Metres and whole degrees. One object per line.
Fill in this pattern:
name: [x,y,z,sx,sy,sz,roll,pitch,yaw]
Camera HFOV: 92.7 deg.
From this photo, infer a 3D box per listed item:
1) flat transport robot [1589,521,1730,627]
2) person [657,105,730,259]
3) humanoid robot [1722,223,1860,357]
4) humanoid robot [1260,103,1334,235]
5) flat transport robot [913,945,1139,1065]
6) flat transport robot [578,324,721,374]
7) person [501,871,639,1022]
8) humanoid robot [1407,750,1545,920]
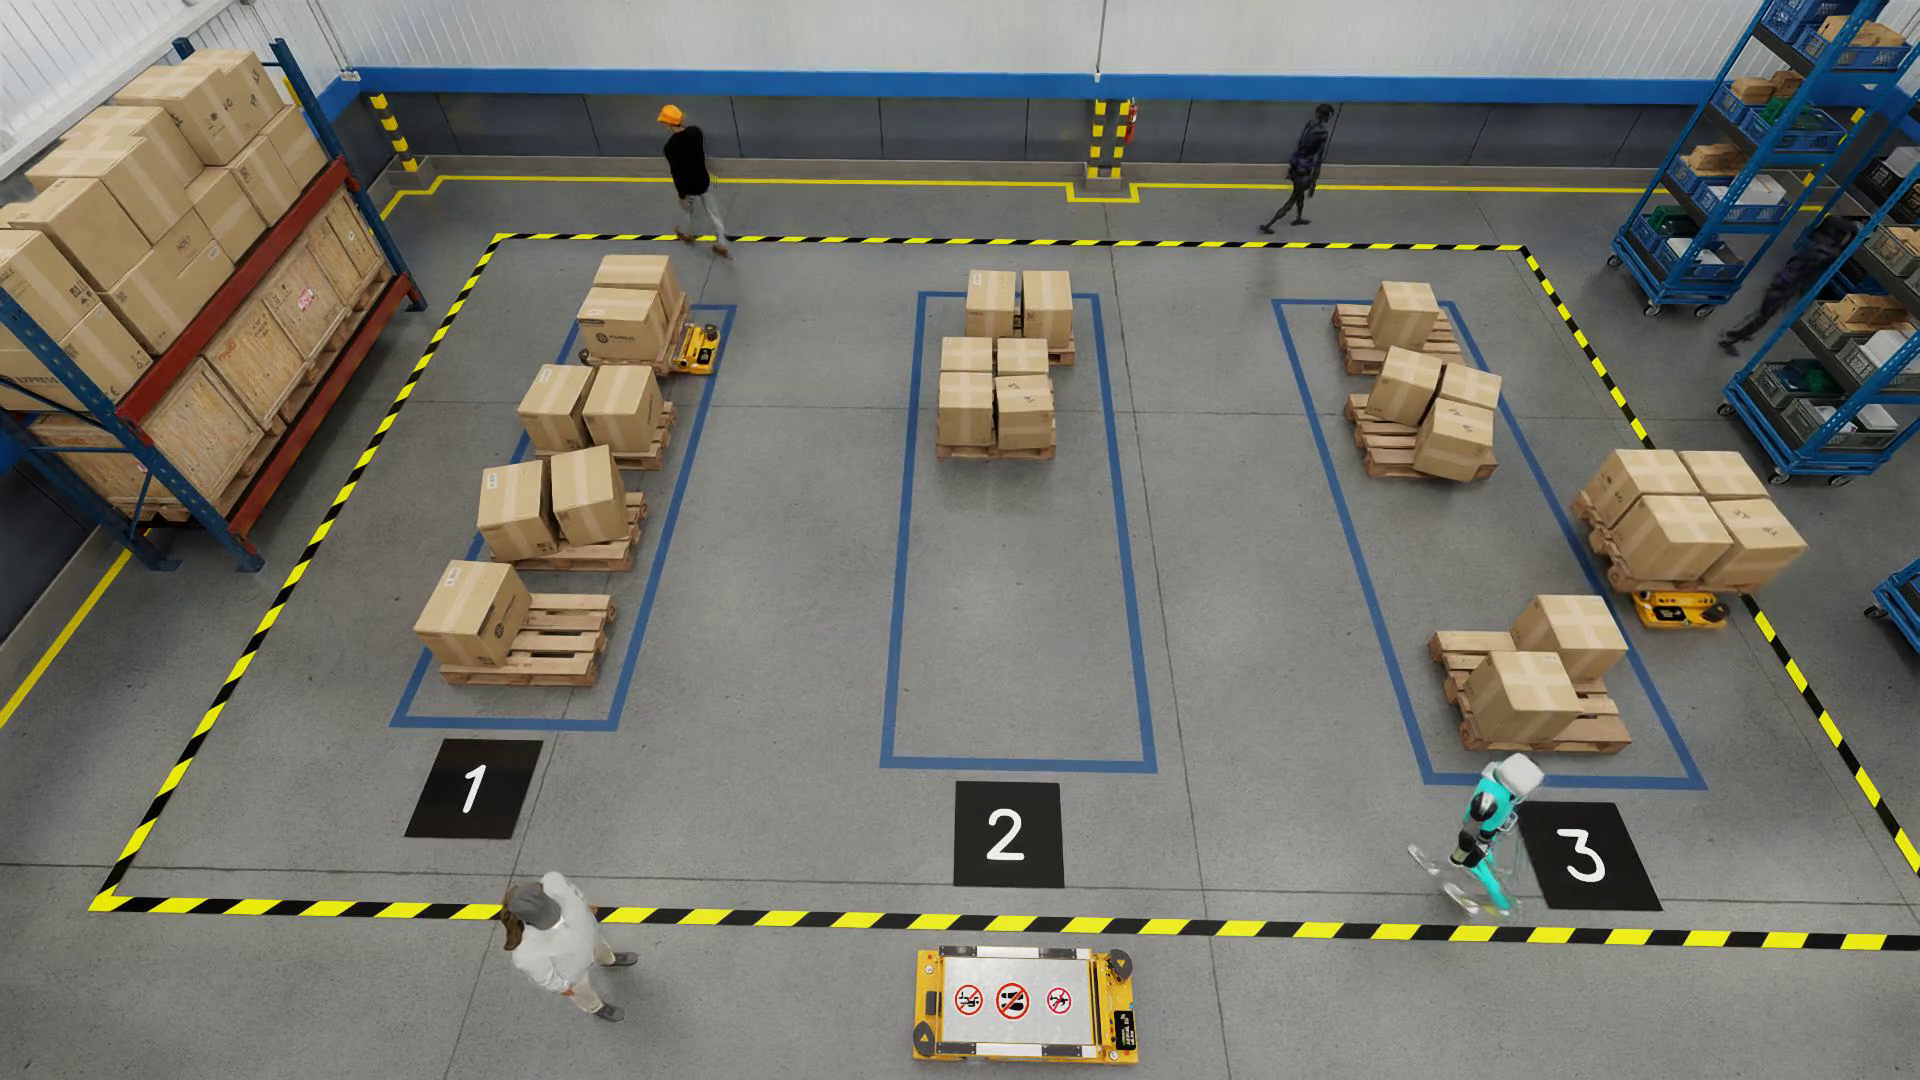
flat transport robot: [6.307,0.147,8.348,0.652,0.197,1.431,1,51,1]
person: [-3.270,-4.311,10.987,0.974,1.834,0.596,33,58,24]
humanoid robot: [8.793,-2.699,9.791,0.588,1.629,0.521,-29,56,-21]
humanoid robot: [4.222,-4.576,11.339,0.766,1.636,0.608,-8,51,-7]
flat transport robot: [0.422,3.041,6.007,1.431,0.231,0.659,1,51,1]
flat transport robot: [-3.457,-2.147,10.218,1.431,0.197,0.652,1,51,1]
person: [-2.345,2.446,5.525,0.403,1.764,0.571,2,51,2]
humanoid robot: [3.466,2.032,5.883,0.557,1.770,0.821,-34,59,-25]
